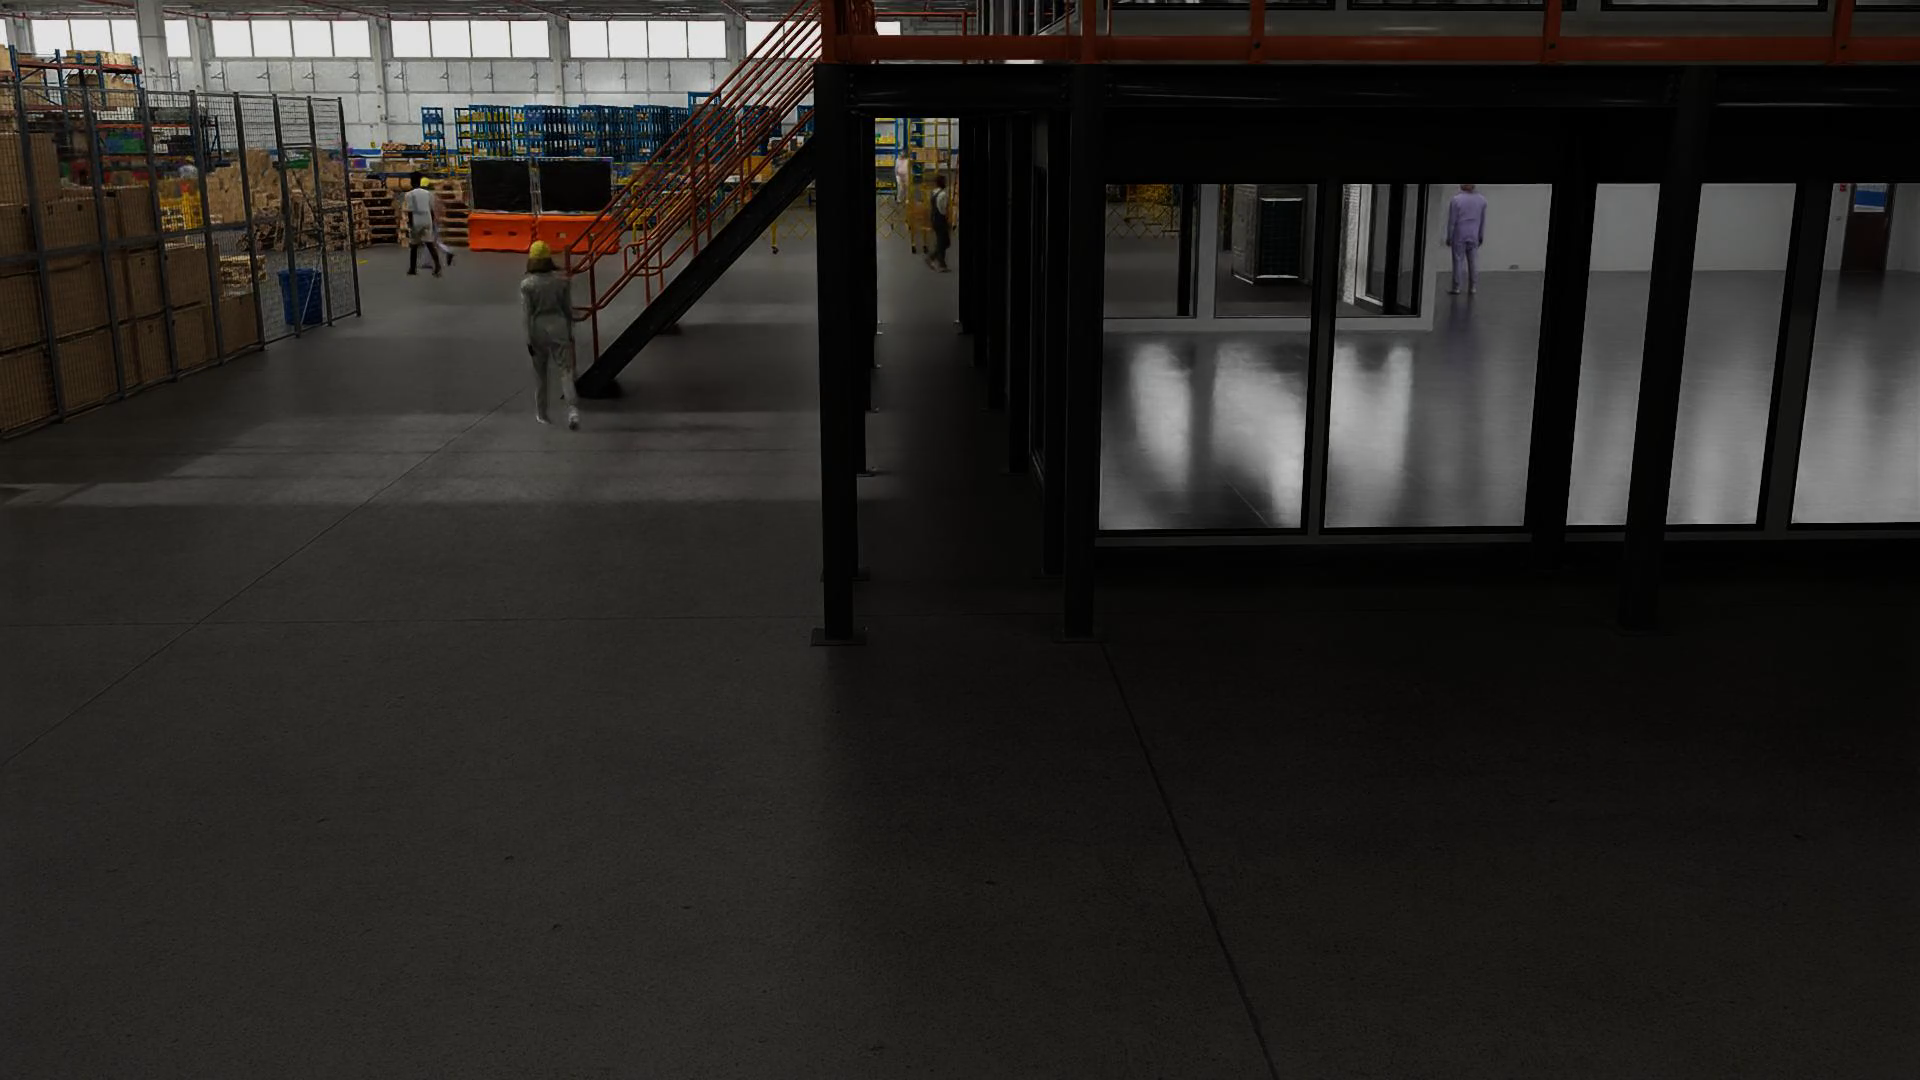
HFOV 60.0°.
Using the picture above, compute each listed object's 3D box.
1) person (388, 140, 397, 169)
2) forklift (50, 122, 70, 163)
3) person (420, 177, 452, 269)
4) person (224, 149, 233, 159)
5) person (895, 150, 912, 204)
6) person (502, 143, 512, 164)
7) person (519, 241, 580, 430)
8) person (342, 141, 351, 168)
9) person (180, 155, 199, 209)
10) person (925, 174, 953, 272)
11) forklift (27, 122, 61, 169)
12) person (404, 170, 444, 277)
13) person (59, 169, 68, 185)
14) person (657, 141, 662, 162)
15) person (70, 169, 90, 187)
[{"bbox_3d":[-29.109,-19.524,85.258,0.406,1.945,0.614,7,16,25],"label":"person"},{"bbox_3d":[-39.058,-16.735,72.221,1.129,2.768,1.873,11,18,38],"label":"forklift"},{"bbox_3d":[-10.124,-6.072,31.877,0.559,1.753,0.538,4,15,16],"label":"person"},{"bbox_3d":[-29.316,-14.786,66.701,0.363,1.751,0.553,4,15,17],"label":"person"},{"bbox_3d":[-1.965,-12.633,57.914,0.659,1.862,0.998,2,14,10],"label":"person"},{"bbox_3d":[-23.366,-19.510,85.515,0.625,1.798,0.769,-6,15,-21],"label":"person"},{"bbox_3d":[-3.739,-1.870,15.184,0.494,1.709,0.851,-7,16,-26],"label":"person"},{"bbox_3d":[-29.785,-18.364,80.588,0.817,1.967,0.622,-3,14,-13],"label":"person"},{"bbox_3d":[-23.246,-10.720,50.337,0.607,1.812,0.519,0,14,0],"label":"person"},{"bbox_3d":[-0.400,-5.904,31.062,0.572,1.831,0.542,-10,17,-34],"label":"person"},{"bbox_3d":[-35.376,-14.773,64.377,1.129,2.768,1.873,-1,14,-2],"label":"forklift"},{"bbox_3d":[-9.778,-5.744,30.256,1.001,1.931,0.617,12,18,40],"label":"person"},{"bbox_3d":[-24.631,-9.415,45.592,0.506,1.586,0.854,-1,14,-4],"label":"person"},{"bbox_3d":[-16.612,-21.255,92.430,0.440,1.827,0.570,3,14,11],"label":"person"},{"bbox_3d":[-17.554,-6.508,33.417,1.032,1.857,0.603,5,15,21],"label":"person"}]
